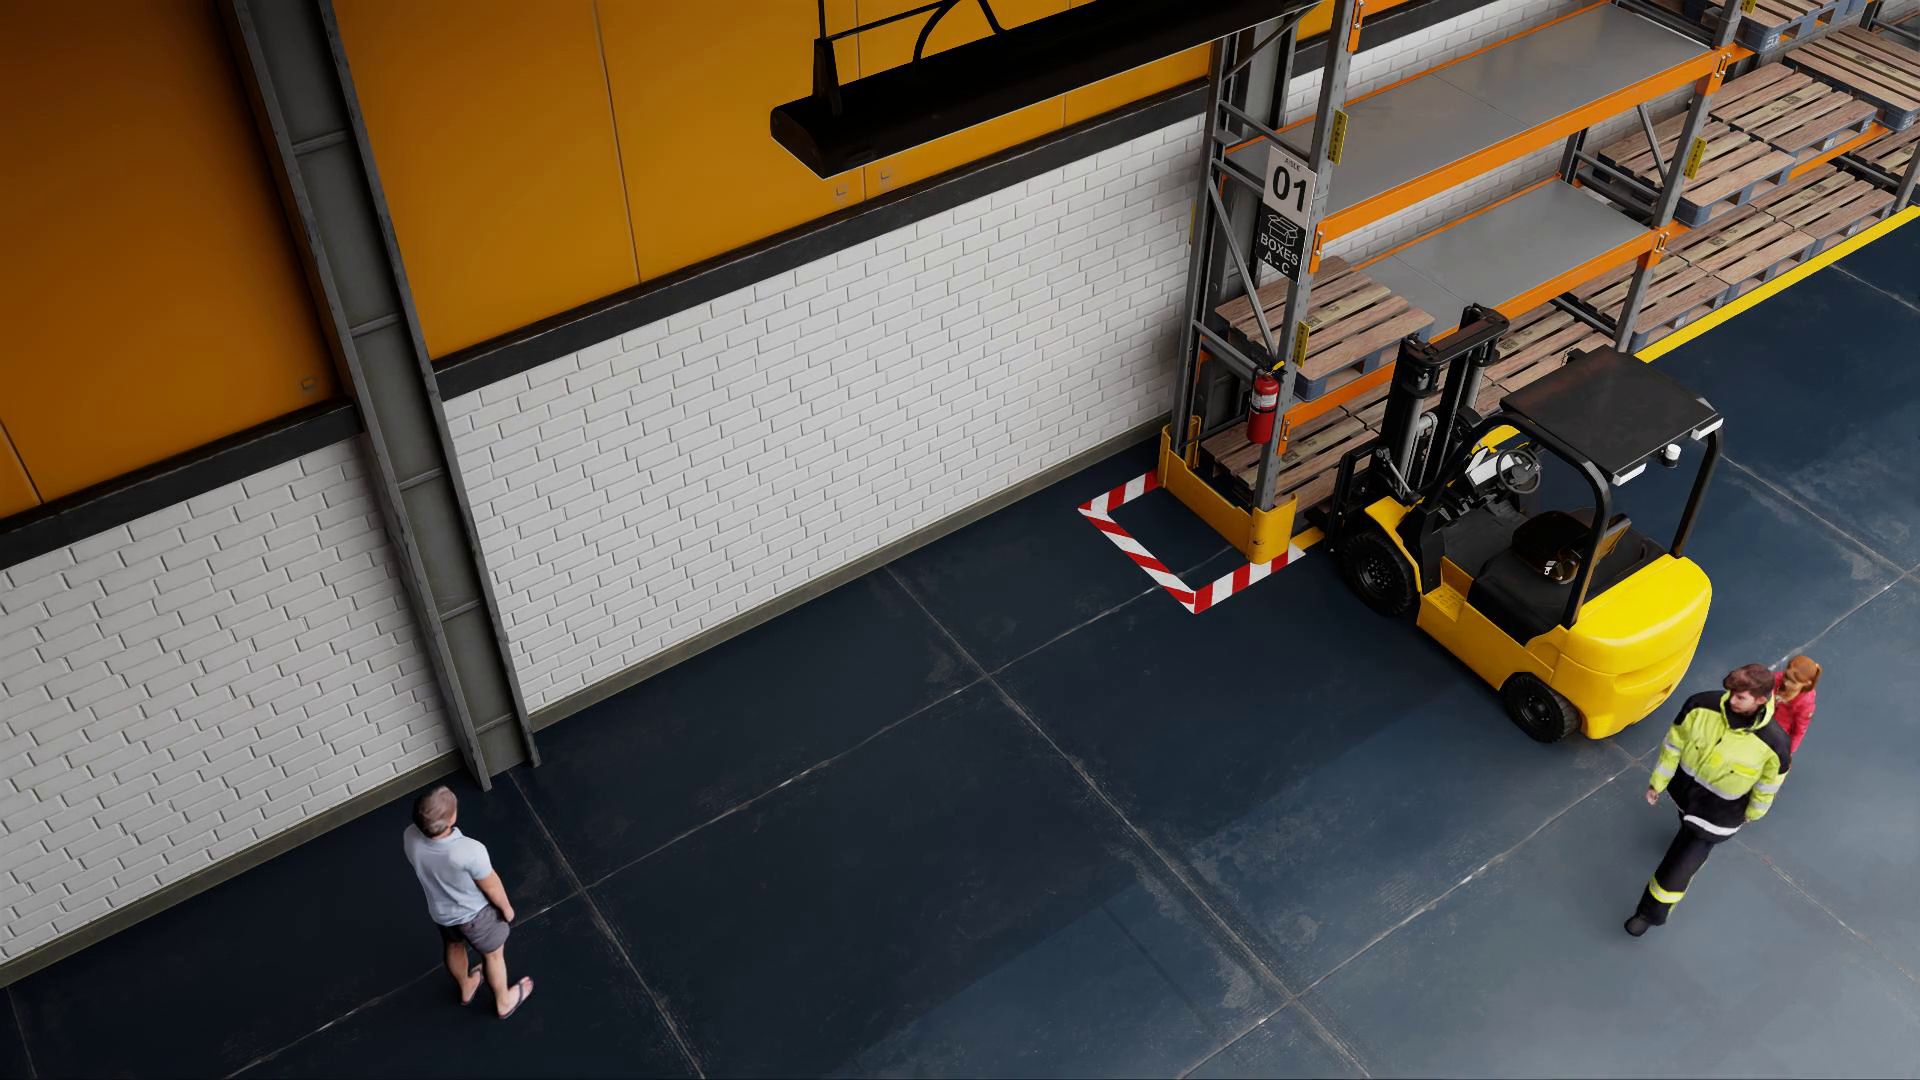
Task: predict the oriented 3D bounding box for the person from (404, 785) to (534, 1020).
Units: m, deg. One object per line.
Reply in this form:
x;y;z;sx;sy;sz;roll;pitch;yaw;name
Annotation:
-2.660;1.951;8.847;0.741;1.829;0.768;13;45;13;person

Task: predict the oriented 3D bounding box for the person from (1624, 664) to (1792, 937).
4.288;1.338;9.425;1.332;1.919;0.881;-34;53;-30;person

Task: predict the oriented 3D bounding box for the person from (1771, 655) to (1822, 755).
4.932;1.152;10.065;0.721;1.307;0.542;-22;48;-21;person
